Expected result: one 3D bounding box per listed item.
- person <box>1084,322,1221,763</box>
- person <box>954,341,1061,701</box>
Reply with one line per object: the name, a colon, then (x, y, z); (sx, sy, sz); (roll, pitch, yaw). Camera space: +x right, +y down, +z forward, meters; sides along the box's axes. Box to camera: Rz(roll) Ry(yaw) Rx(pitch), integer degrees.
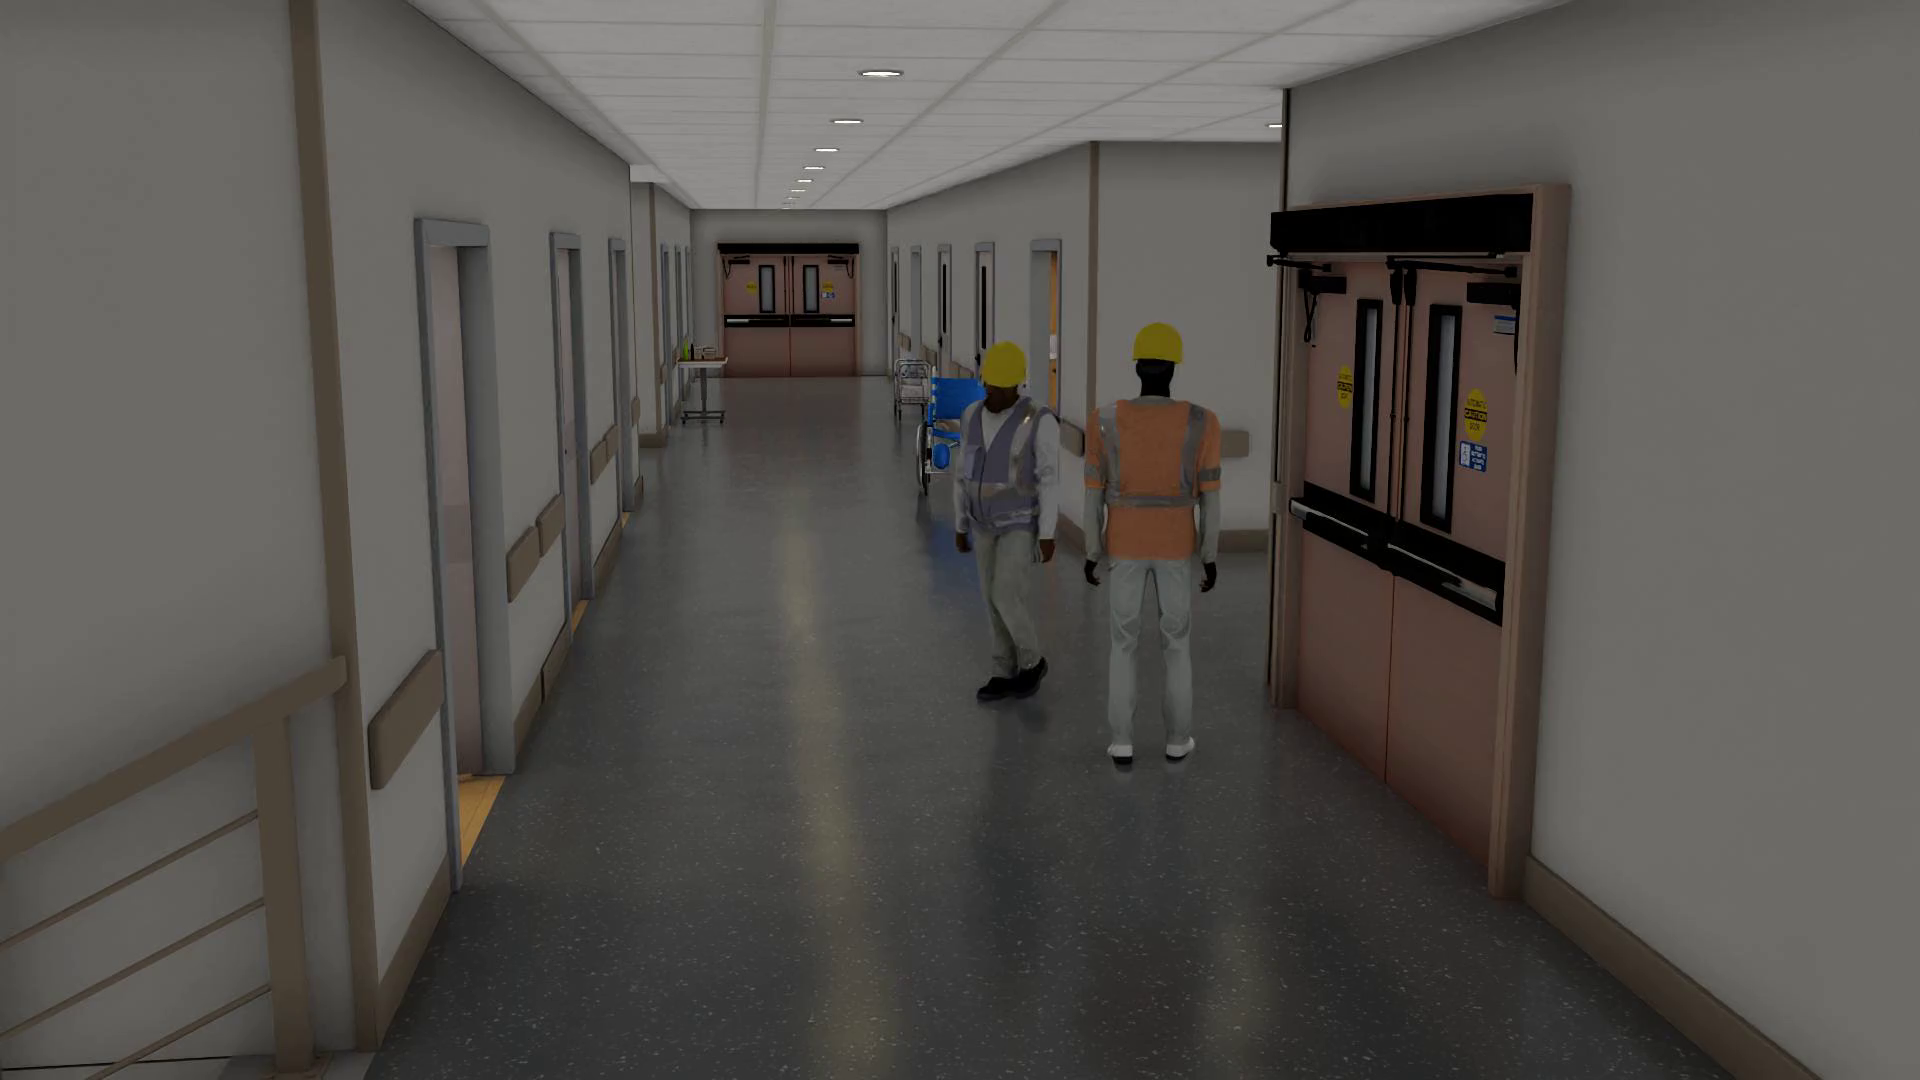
person: (0.836, 0.021, 7.276); (0.593, 1.930, 0.387); (1, 10, 6)
person: (0.208, -0.082, 8.216); (0.616, 1.798, 0.421); (9, 13, 41)
